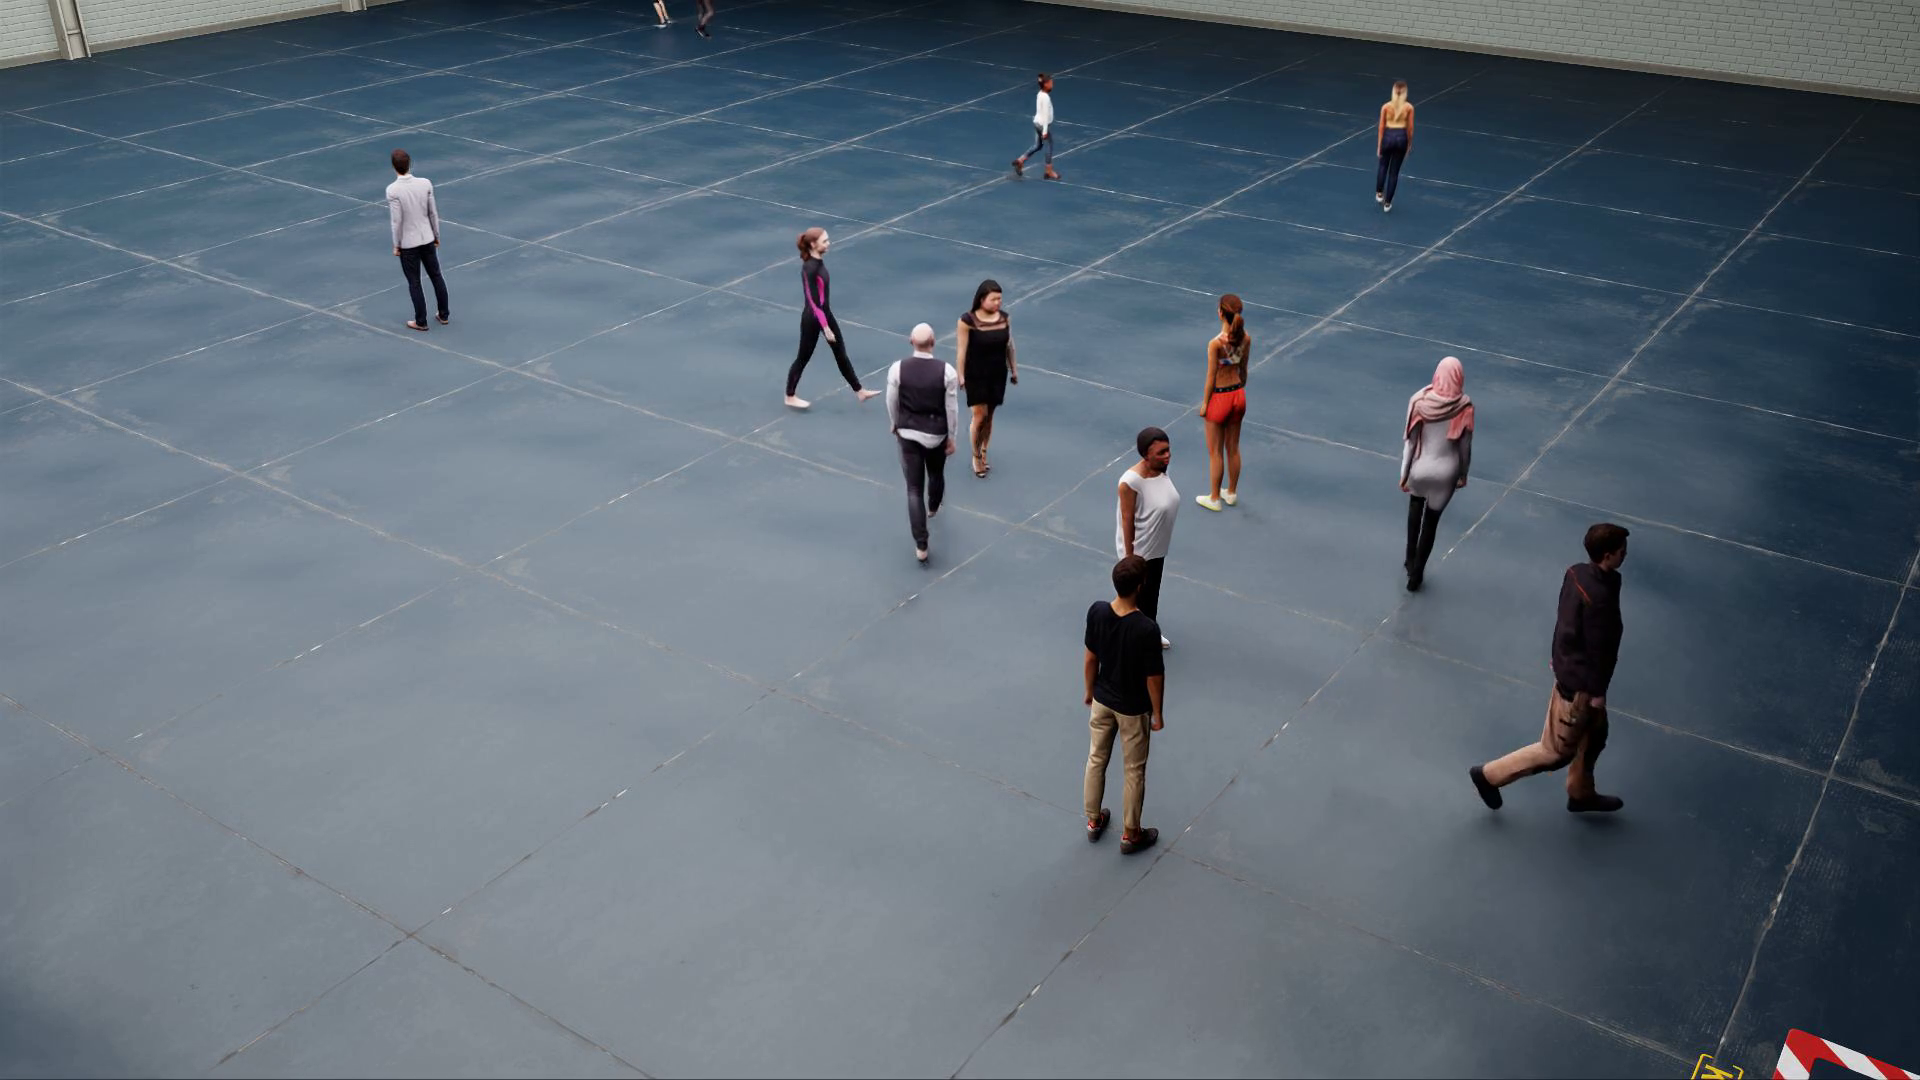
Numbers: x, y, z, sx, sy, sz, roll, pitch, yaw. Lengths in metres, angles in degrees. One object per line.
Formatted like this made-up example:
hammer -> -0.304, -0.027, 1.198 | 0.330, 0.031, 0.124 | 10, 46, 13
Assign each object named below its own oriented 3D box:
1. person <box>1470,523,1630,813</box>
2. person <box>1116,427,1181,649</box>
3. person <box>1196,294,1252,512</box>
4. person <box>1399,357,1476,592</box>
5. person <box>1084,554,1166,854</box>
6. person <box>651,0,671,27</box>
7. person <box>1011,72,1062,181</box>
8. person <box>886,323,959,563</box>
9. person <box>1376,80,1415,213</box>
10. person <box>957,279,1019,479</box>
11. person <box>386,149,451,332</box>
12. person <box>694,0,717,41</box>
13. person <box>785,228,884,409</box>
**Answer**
person -> 3.467, 0.797, 9.511 | 1.084, 1.900, 1.205 | 4, 27, 7
person -> 1.271, 0.023, 11.247 | 0.699, 1.688, 0.524 | 17, 32, 30
person -> 2.121, -1.093, 13.303 | 0.601, 1.789, 0.721 | -15, 31, -27
person -> 3.417, -0.432, 12.021 | 0.720, 1.788, 0.758 | 9, 29, 17
person -> 0.908, 0.914, 9.330 | 0.644, 1.858, 0.502 | 17, 32, 30
person -> -5.913, -10.835, 32.285 | 0.827, 1.731, 0.580 | 19, 33, 33
person -> 1.044, -5.543, 22.331 | 0.963, 1.437, 0.889 | -6, 28, -11
person -> -0.292, -0.696, 12.552 | 1.155, 1.770, 1.327 | 0, 27, -1
person -> 5.486, -4.953, 20.994 | 0.761, 1.610, 0.951 | 7, 28, 14
person -> 0.166, -1.382, 13.959 | 0.720, 1.702, 0.839 | -14, 30, -25
person -> -5.602, -3.092, 17.120 | 0.768, 1.849, 0.539 | 23, 35, 37
person -> -4.699, -9.881, 29.990 | 0.704, 1.706, 0.736 | 20, 34, 34
person -> -1.388, -1.969, 15.101 | 0.971, 1.700, 1.139 | 4, 28, 8
